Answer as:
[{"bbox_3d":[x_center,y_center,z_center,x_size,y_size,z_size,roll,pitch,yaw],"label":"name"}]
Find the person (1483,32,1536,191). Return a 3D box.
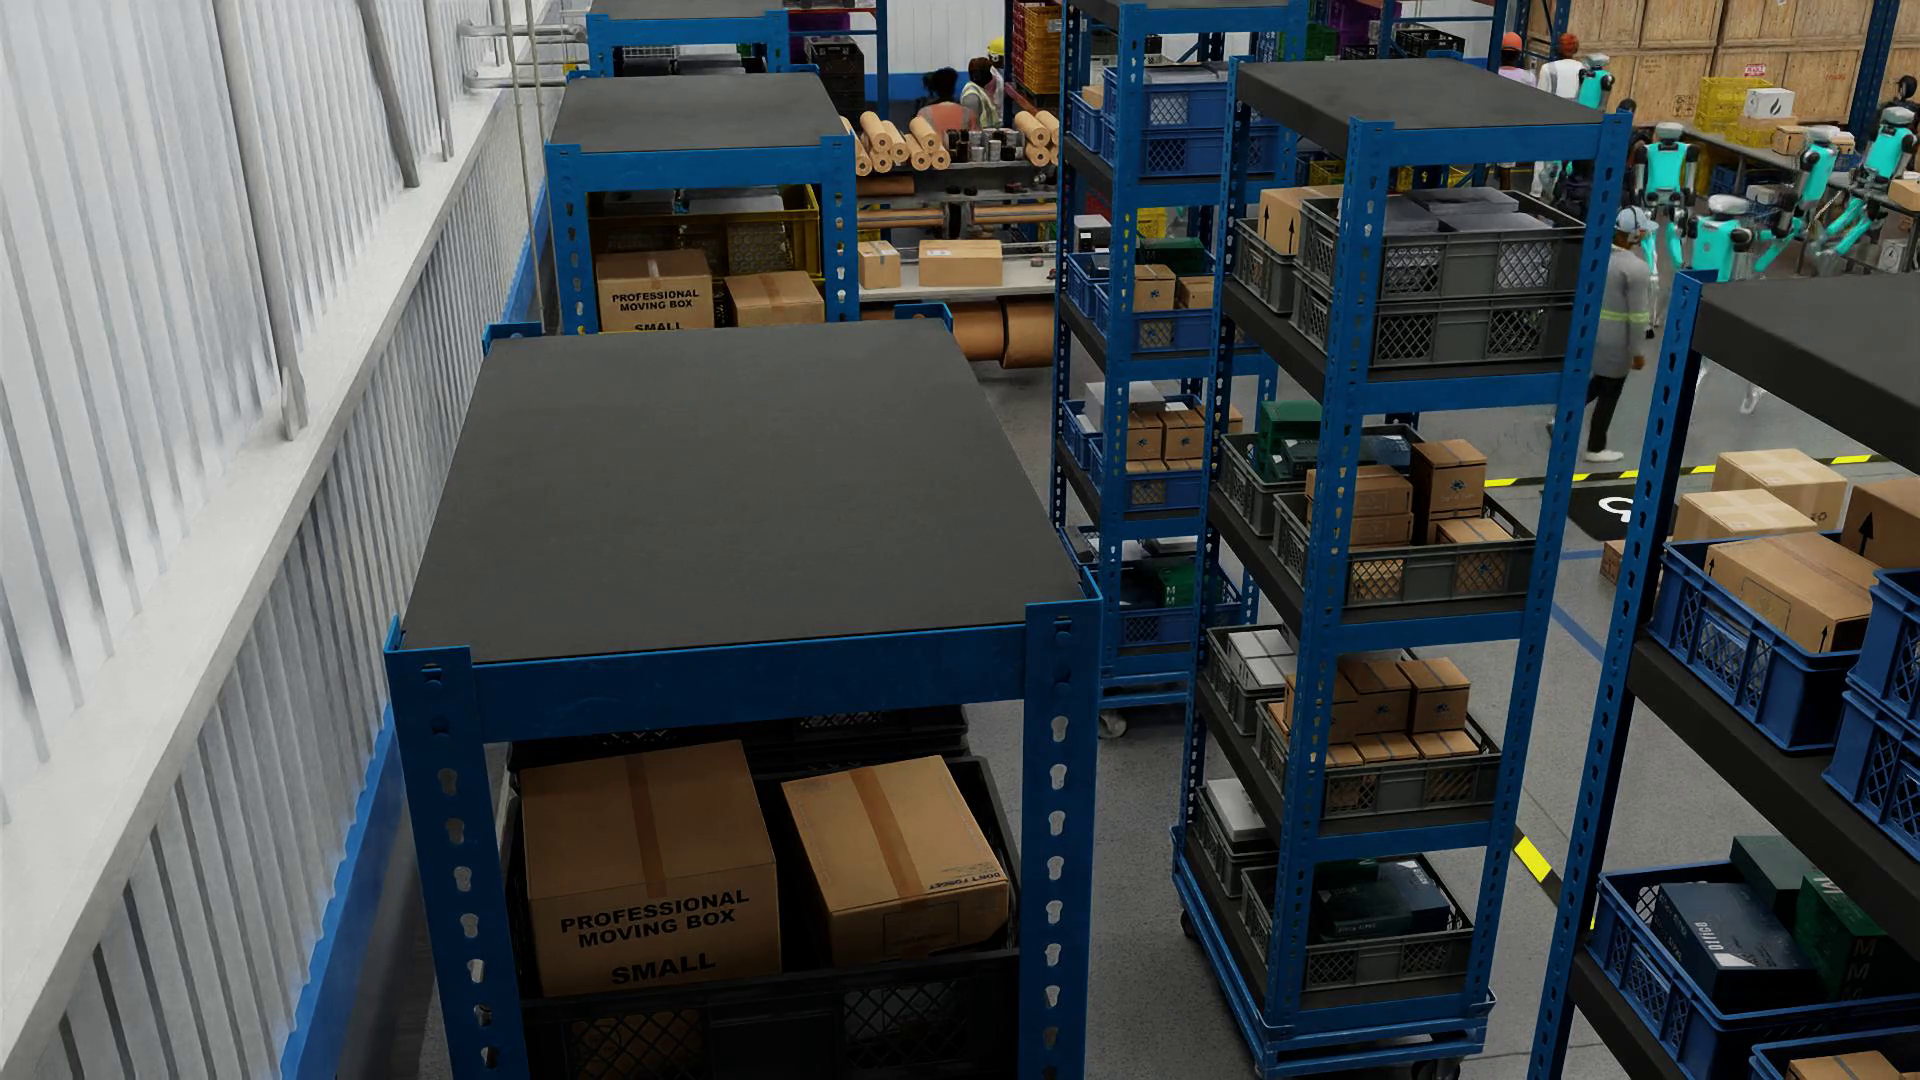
[{"bbox_3d":[5.663,-4.283,17.491,0.615,2.039,0.379,6,25,13],"label":"person"}]

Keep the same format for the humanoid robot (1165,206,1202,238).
[{"bbox_3d":[2.249,-3.659,16.530,0.547,1.740,1.044,-5,25,-10],"label":"humanoid robot"}]

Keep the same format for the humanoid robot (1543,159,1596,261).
[{"bbox_3d":[5.771,-3.195,15.546,0.596,1.650,0.327,-11,27,-22],"label":"humanoid robot"}]

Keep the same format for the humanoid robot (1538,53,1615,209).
[{"bbox_3d":[6.566,-4.290,17.956,0.673,1.856,0.545,-6,25,-13],"label":"humanoid robot"}]

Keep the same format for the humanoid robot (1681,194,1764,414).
[{"bbox_3d":[5.738,-1.702,12.272,0.961,1.766,0.543,-11,27,-23],"label":"humanoid robot"}]

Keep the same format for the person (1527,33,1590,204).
[{"bbox_3d":[6.666,-4.684,18.565,0.576,1.878,0.353,-2,25,-4],"label":"person"}]

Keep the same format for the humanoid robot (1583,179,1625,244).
[{"bbox_3d":[5.349,-2.477,13.992,0.584,1.644,0.363,-21,32,-38],"label":"humanoid robot"}]

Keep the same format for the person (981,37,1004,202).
[{"bbox_3d":[0.375,-4.725,18.725,0.428,1.812,0.585,4,25,8],"label":"person"}]

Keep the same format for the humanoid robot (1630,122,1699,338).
[{"bbox_3d":[6.040,-2.601,14.277,0.581,1.828,0.924,5,25,10],"label":"humanoid robot"}]

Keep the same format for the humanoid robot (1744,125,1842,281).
[{"bbox_3d":[7.199,-2.797,14.606,0.541,1.719,1.018,-18,30,-34],"label":"humanoid robot"}]

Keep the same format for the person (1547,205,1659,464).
[{"bbox_3d":[4.457,-1.384,11.445,0.463,1.862,0.593,-7,26,-14],"label":"person"}]

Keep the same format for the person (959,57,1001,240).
[{"bbox_3d":[0.202,-4.058,17.236,0.430,1.845,0.619,2,25,5],"label":"person"}]

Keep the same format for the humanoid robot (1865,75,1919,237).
[{"bbox_3d":[9.638,-4.019,17.347,0.608,1.641,0.425,-4,25,-10],"label":"humanoid robot"}]

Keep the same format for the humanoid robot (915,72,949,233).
[{"bbox_3d":[-0.271,-4.063,17.434,0.354,1.648,0.609,-19,31,-36],"label":"humanoid robot"}]

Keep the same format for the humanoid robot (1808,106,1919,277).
[{"bbox_3d":[8.097,-2.980,15.166,0.830,1.882,0.546,-5,25,-12],"label":"humanoid robot"}]

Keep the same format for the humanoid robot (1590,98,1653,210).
[{"bbox_3d":[6.398,-3.441,16.098,0.608,1.649,0.343,17,30,32],"label":"humanoid robot"}]

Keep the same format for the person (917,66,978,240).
[{"bbox_3d":[-0.120,-3.547,16.028,0.633,1.933,0.812,-3,25,-7],"label":"person"}]
